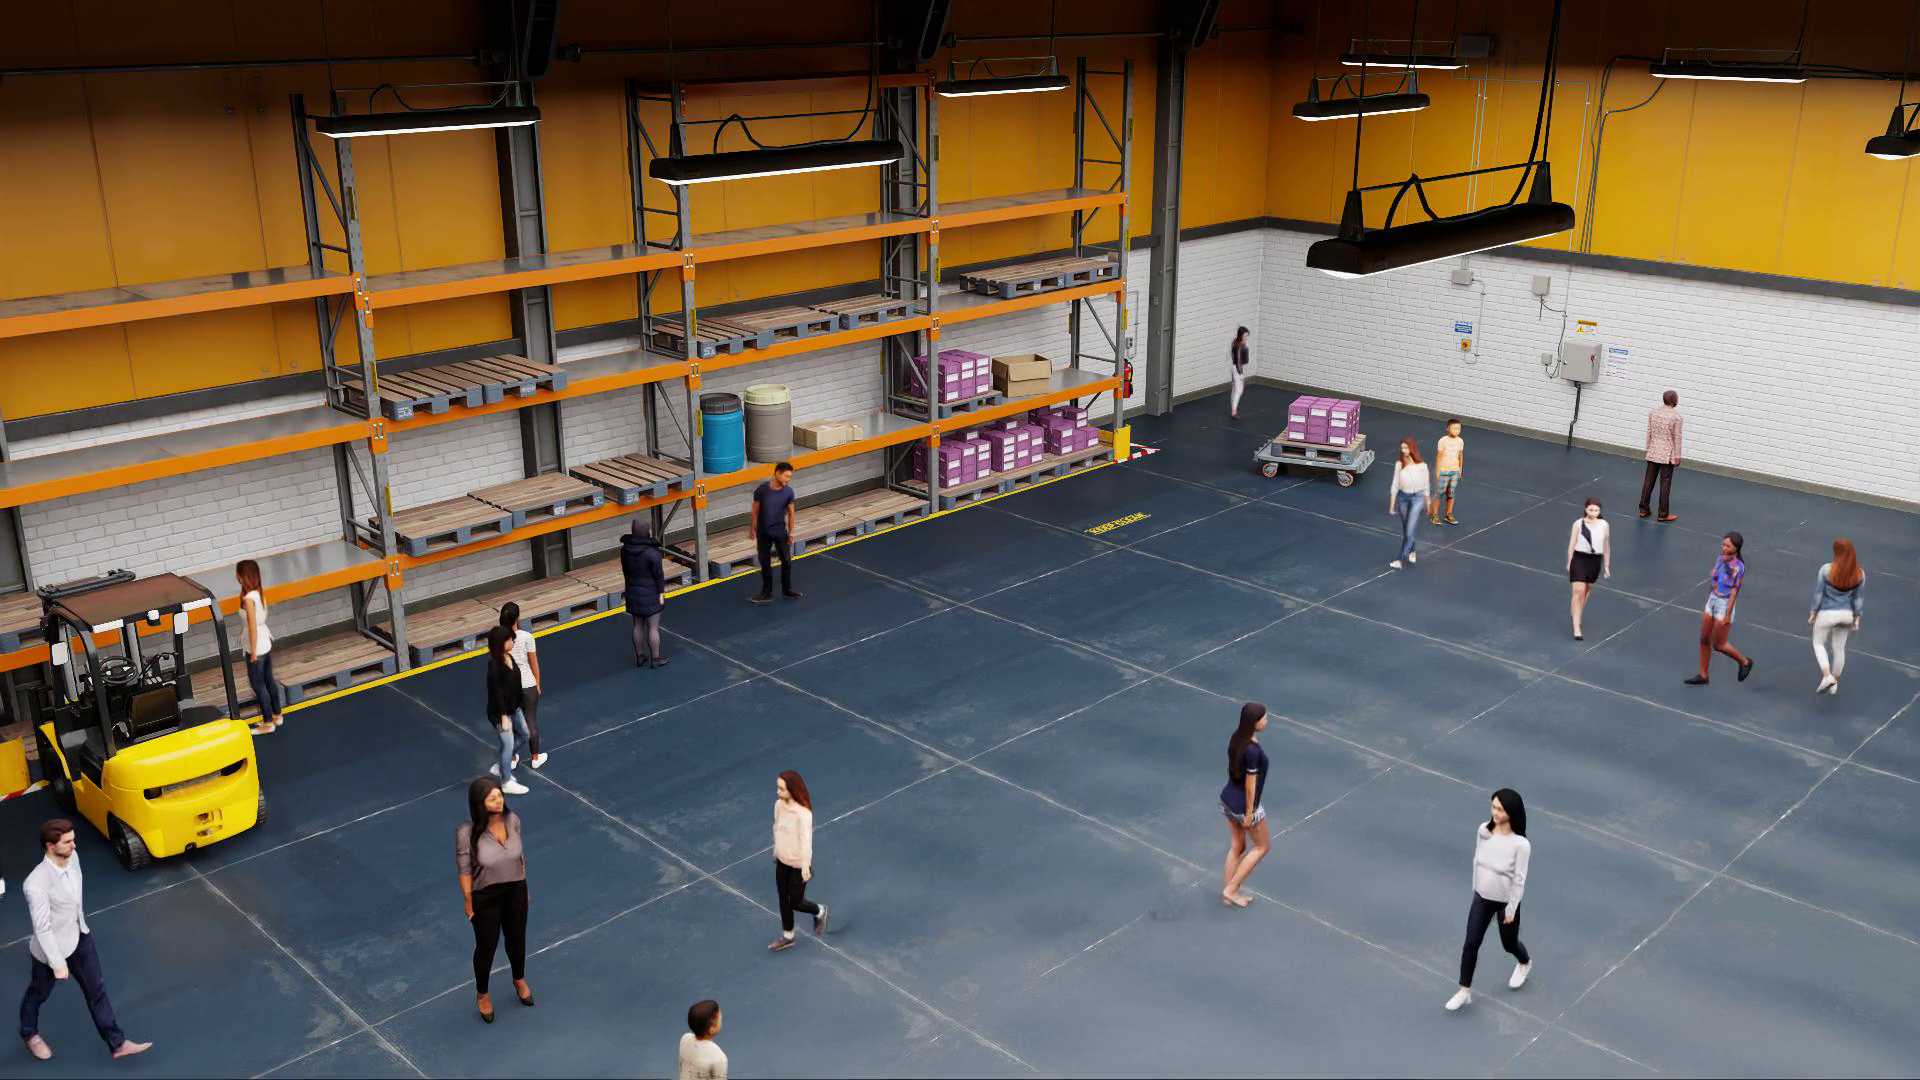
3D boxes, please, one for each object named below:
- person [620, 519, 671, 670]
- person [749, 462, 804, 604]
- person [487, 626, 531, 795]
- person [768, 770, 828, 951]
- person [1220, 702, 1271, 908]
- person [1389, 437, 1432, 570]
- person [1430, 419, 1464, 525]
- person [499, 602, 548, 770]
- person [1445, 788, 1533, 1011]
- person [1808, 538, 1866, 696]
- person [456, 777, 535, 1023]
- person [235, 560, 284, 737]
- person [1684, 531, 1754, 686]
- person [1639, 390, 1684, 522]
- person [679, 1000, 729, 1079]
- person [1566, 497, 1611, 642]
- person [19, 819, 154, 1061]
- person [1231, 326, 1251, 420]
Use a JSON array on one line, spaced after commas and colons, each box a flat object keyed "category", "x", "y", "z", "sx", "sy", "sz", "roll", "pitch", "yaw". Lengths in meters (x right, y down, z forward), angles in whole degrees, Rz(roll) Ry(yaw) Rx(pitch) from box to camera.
[{"category": "person", "x": -3.403, "y": 0.569, "z": 17.881, "sx": 0.755, "sy": 1.674, "sz": 0.758, "roll": 8, "pitch": 20, "yaw": 23}, {"category": "person", "x": -2.272, "y": -0.097, "z": 19.731, "sx": 0.806, "sy": 1.755, "sz": 0.867, "roll": 5, "pitch": 19, "yaw": 14}, {"category": "person", "x": -4.189, "y": 1.534, "z": 15.073, "sx": 0.783, "sy": 1.636, "sz": 0.720, "roll": 1, "pitch": 19, "yaw": 4}, {"category": "person", "x": -1.228, "y": 2.428, "z": 12.671, "sx": 0.583, "sy": 1.475, "sz": 0.724, "roll": 17, "pitch": 25, "yaw": 41}, {"category": "person", "x": 2.159, "y": 2.114, "z": 13.171, "sx": 0.748, "sy": 1.752, "sz": 0.695, "roll": -4, "pitch": 19, "yaw": -13}, {"category": "person", "x": 5.731, "y": -0.477, "z": 20.979, "sx": 0.751, "sy": 1.678, "sz": 1.113, "roll": 10, "pitch": 21, "yaw": 27}, {"category": "person", "x": 6.662, "y": -0.947, "z": 22.719, "sx": 0.576, "sy": 1.459, "sz": 0.659, "roll": -3, "pitch": 19, "yaw": -10}, {"category": "person", "x": -4.149, "y": 1.356, "z": 15.587, "sx": 0.654, "sy": 1.646, "sz": 0.715, "roll": 0, "pitch": 19, "yaw": 0}, {"category": "person", "x": 3.928, "y": 2.569, "z": 11.950, "sx": 1.077, "sy": 1.668, "sz": 0.672, "roll": -15, "pitch": 24, "yaw": -38}, {"category": "person", "x": 9.002, "y": 0.824, "z": 17.098, "sx": 0.870, "sy": 1.691, "sz": 0.963, "roll": 5, "pitch": 19, "yaw": 14}, {"category": "person", "x": -3.296, "y": 2.525, "z": 11.809, "sx": 0.539, "sy": 1.841, "sz": 0.717, "roll": -16, "pitch": 24, "yaw": -39}, {"category": "person", "x": -6.851, "y": 1.030, "z": 16.342, "sx": 0.722, "sy": 1.781, "sz": 0.695, "roll": -4, "pitch": 19, "yaw": -11}, {"category": "person", "x": 7.992, "y": 0.740, "z": 17.287, "sx": 0.980, "sy": 1.729, "sz": 0.894, "roll": -1, "pitch": 19, "yaw": -3}, {"category": "person", "x": 9.644, "y": -1.172, "z": 22.840, "sx": 0.645, "sy": 1.808, "sz": 0.714, "roll": -13, "pitch": 22, "yaw": -33}, {"category": "person", "x": -1.581, "y": 3.419, "z": 9.797, "sx": 0.686, "sy": 1.432, "sz": 0.830, "roll": 9, "pitch": 21, "yaw": 25}, {"category": "person", "x": 7.072, "y": 0.281, "z": 18.821, "sx": 0.929, "sy": 1.620, "sz": 1.022, "roll": 1, "pitch": 19, "yaw": 3}, {"category": "person", "x": -6.167, "y": 2.732, "z": 11.272, "sx": 1.211, "sy": 1.793, "sz": 1.252, "roll": 4, "pitch": 19, "yaw": 11}, {"category": "person", "x": 4.729, "y": -2.857, "z": 28.178, "sx": 0.837, "sy": 1.595, "sz": 0.700, "roll": -1, "pitch": 19, "yaw": -2}]
